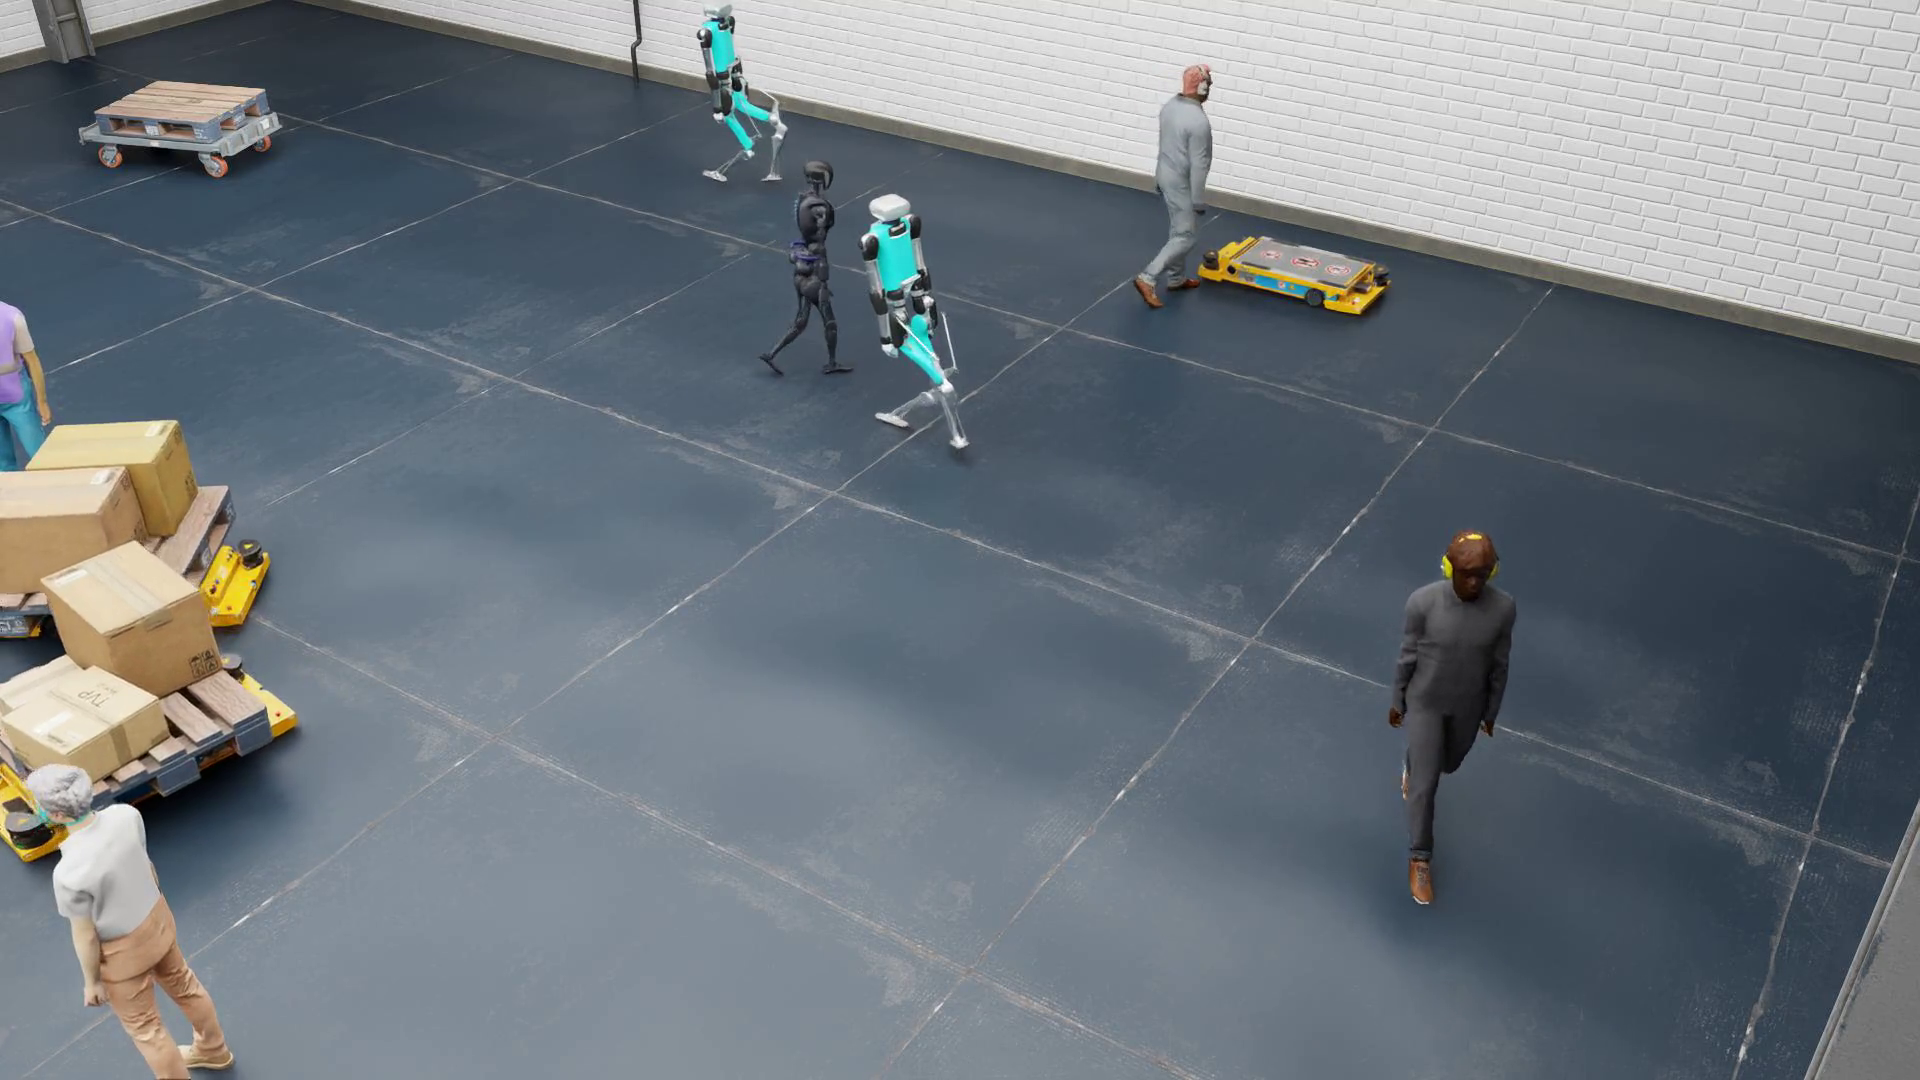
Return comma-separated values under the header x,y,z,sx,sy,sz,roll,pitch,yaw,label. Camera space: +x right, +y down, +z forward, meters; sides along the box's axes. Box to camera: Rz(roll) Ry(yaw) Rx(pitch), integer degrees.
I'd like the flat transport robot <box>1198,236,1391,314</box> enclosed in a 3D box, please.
x,y,z,sx,sy,sz,roll,pitch,yaw,label
2.750,-2.199,13.678,1.431,0.231,0.659,20,38,28,flat transport robot

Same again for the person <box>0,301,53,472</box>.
x,y,z,sx,sy,sz,roll,pitch,yaw,label
-5.830,-0.851,10.131,0.563,1.836,0.397,-1,33,-2,person

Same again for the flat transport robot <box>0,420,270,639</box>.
x,y,z,sx,sy,sz,roll,pitch,yaw,label
-4.900,0.288,9.808,1.431,0.231,0.659,-3,33,-5,flat transport robot

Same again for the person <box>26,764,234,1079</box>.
x,y,z,sx,sy,sz,roll,pitch,yaw,label
-3.238,1.559,6.478,0.332,1.736,0.469,3,33,5,person

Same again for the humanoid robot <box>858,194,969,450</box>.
x,y,z,sx,sy,sz,roll,pitch,yaw,label
-0.179,-1.372,11.077,1.026,1.746,0.534,24,40,33,humanoid robot

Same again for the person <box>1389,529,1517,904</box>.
x,y,z,sx,sy,sz,roll,pitch,yaw,label
2.244,0.704,7.714,0.504,1.841,0.877,1,33,2,person

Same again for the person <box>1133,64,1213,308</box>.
x,y,z,sx,sy,sz,roll,pitch,yaw,label
1.710,-2.798,13.122,0.654,1.879,0.674,-9,34,-13,person

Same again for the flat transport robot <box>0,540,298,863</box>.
x,y,z,sx,sy,sz,roll,pitch,yaw,label
-4.244,1.089,8.562,0.659,0.231,1.431,26,41,34,flat transport robot

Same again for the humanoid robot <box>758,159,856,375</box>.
x,y,z,sx,sy,sz,roll,pitch,yaw,label
-1.141,-1.936,12.008,0.694,1.642,0.614,-10,34,-15,humanoid robot

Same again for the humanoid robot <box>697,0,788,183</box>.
x,y,z,sx,sy,sz,roll,pitch,yaw,label
-1.939,-3.995,15.149,1.036,1.751,0.546,12,35,18,humanoid robot
